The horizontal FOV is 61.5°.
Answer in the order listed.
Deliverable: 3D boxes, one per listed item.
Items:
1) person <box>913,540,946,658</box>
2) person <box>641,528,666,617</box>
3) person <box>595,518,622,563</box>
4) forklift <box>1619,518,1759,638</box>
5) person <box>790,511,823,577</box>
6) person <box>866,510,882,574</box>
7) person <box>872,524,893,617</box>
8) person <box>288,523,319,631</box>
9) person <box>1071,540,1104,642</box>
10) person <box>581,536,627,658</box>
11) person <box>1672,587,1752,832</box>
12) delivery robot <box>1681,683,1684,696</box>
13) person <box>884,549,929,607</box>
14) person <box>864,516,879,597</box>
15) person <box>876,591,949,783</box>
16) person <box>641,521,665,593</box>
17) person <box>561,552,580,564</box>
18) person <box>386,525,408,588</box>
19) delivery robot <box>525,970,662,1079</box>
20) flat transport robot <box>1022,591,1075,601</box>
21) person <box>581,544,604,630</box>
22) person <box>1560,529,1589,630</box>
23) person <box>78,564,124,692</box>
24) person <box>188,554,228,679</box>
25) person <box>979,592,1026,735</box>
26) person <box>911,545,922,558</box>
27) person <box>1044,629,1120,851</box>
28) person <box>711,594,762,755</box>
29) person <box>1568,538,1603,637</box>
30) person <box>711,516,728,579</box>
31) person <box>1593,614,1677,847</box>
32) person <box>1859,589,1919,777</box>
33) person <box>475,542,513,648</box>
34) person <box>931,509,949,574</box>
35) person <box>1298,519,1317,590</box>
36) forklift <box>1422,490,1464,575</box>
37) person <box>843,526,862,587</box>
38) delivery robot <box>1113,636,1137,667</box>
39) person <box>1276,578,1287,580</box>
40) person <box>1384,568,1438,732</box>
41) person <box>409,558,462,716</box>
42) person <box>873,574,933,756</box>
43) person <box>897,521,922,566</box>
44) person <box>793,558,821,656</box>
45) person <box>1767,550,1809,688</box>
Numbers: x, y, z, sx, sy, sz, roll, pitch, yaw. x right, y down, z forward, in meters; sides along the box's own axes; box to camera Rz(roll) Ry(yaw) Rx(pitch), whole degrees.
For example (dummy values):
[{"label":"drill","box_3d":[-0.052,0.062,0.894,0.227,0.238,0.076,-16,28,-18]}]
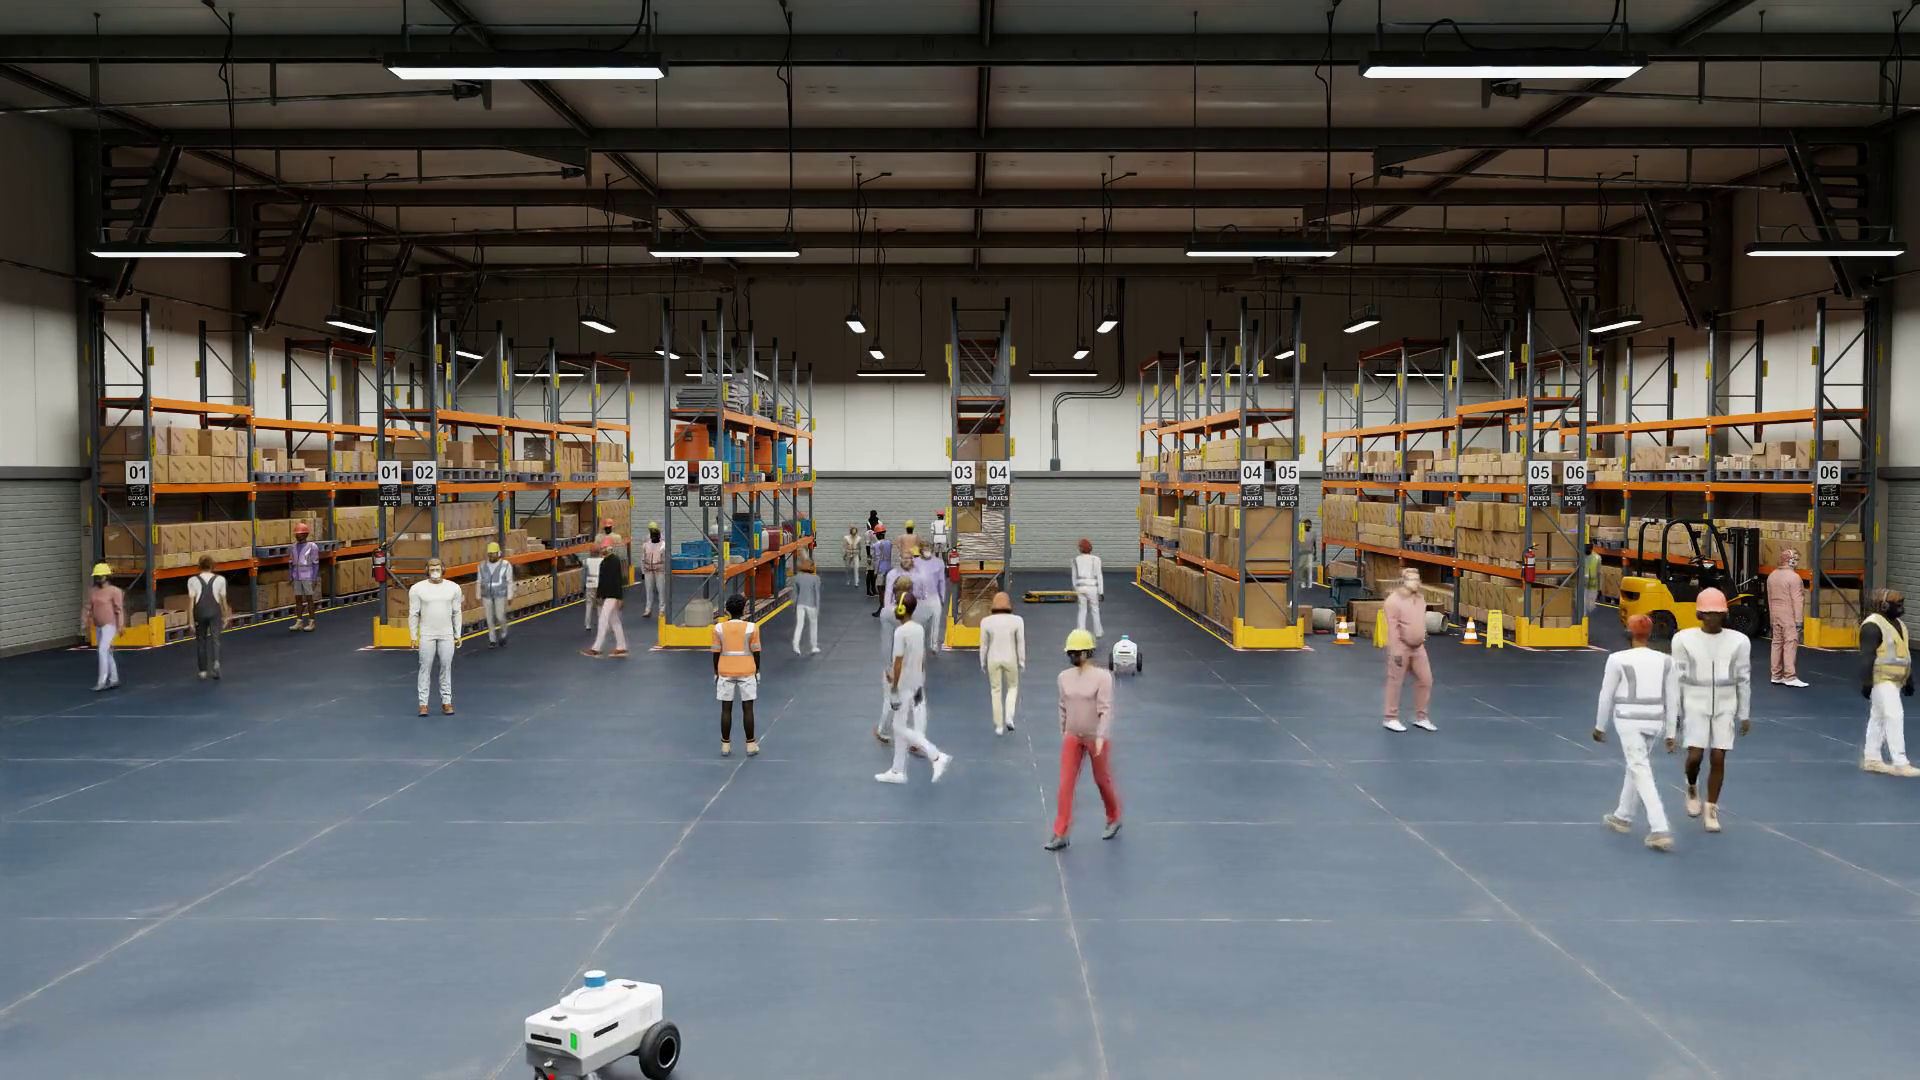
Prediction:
[{"label":"person","box_3d":[-0.528,0.958,25.805,0.667,1.912,0.721,0,2,-12]},{"label":"person","box_3d":[-6.363,0.681,33.693,0.627,1.846,0.429,0,2,7]},{"label":"person","box_3d":[-8.018,0.500,36.651,0.623,1.971,0.686,0,2,-1]},{"label":"forklift","box_3d":[13.417,0.684,29.791,2.313,2.155,1.214,0,2,0]},{"label":"person","box_3d":[-4.308,0.184,44.844,1.002,1.944,0.632,0,2,5]},{"label":"person","box_3d":[-2.574,0.060,48.391,0.391,1.920,0.593,2,3,41]},{"label":"person","box_3d":[-1.650,0.632,33.824,0.364,1.933,0.543,1,3,30]},{"label":"person","box_3d":[-12.442,0.708,30.542,0.615,2.041,0.376,1,2,15]},{"label":"person","box_3d":[2.253,0.910,28.219,0.644,1.815,1.013,1,3,25]},{"label":"person","box_3d":[-5.782,0.927,26.091,0.932,1.953,0.654,-1,3,-31]},{"label":"person","box_3d":[6.251,1.398,13.445,0.613,2.019,0.524,1,2,16]},{"label":"delivery robot","box_3d":[9.446,1.799,20.898,0.477,0.478,0.707,1,2,15]},{"label":"person","box_3d":[-0.795,1.056,24.098,0.646,1.868,0.987,0,2,5]},{"label":"person","box_3d":[-2.101,0.399,39.255,0.367,1.966,0.607,1,2,22]},{"label":"person","box_3d":[-0.464,1.411,15.373,0.721,1.842,0.530,1,2,22]},{"label":"person","box_3d":[-7.606,0.439,40.070,0.606,1.820,0.589,-1,2,-14]},{"label":"person","box_3d":[-10.457,0.331,43.222,0.595,1.799,0.912,0,2,2]},{"label":"person","box_3d":[-12.526,0.539,36.089,0.548,1.937,0.379,0,2,0]},{"label":"delivery robot","box_3d":[-1.754,2.321,7.761,0.477,0.478,0.707,1,2,27]},{"label":"flat transport robot","box_3d":[2.207,1.312,37.829,1.431,0.197,0.652,0,2,-5]},{"label":"person","box_3d":[-6.939,0.904,30.701,0.528,1.638,0.331,0,2,-1]},{"label":"person","box_3d":[11.684,0.764,30.639,0.617,1.921,0.748,0,2,4]},{"label":"person","box_3d":[-11.745,1.199,22.037,0.540,1.739,0.754,1,2,19]},{"label":"person","box_3d":[-10.848,1.106,23.287,0.525,1.823,0.815,-1,3,-28]},{"label":"person","box_3d":[0.484,1.394,18.408,0.531,1.614,0.454,0,2,3]},{"label":"person","box_3d":[-0.806,0.954,28.180,0.532,1.741,0.807,-1,2,-21]},{"label":"person","box_3d":[1.014,1.566,12.913,0.524,1.725,0.890,1,3,33]},{"label":"person","box_3d":[-2.351,1.415,17.021,0.529,1.697,0.321,0,2,2]},{"label":"person","box_3d":[11.472,0.856,29.684,0.635,1.821,0.702,0,2,-2]},{"label":"person","box_3d":[-6.848,0.193,45.963,0.512,1.854,0.497,0,2,-6]},{"label":"person","box_3d":[5.488,1.513,13.014,0.570,1.836,1.018,0,2,-11]},{"label":"person","box_3d":[9.206,1.401,15.807,0.654,1.819,0.756,-2,3,-36]},{"label":"person","box_3d":[-7.941,0.941,27.497,0.596,1.812,0.434,0,2,0]},{"label":"person","box_3d":[-0.595,0.044,48.607,0.547,1.934,0.375,1,2,13]},{"label":"person","box_3d":[9.008,0.360,41.973,0.546,1.832,0.966,0,2,2]},{"label":"forklift","box_3d":[13.926,-0.371,47.846,1.873,2.768,1.129,0,2,0]},{"label":"person","box_3d":[-2.868,0.427,42.984,0.519,1.608,0.762,0,2,-9]},{"label":"delivery robot","box_3d":[2.464,1.672,24.094,0.477,0.478,0.707,0,2,7]},{"label":"person","box_3d":[9.119,0.159,45.675,0.376,1.935,0.550,1,3,33]},{"label":"person","box_3d":[5.167,1.267,18.502,0.662,1.887,0.716,-1,3,-31]},{"label":"person","box_3d":[-6.455,1.182,19.888,0.636,1.938,0.354,-1,3,-27]},{"label":"person","box_3d":[-0.611,1.311,17.252,0.641,1.886,1.012,-1,2,-23]},{"label":"person","box_3d":[-1.185,0.486,38.329,0.599,1.886,1.011,0,2,2]},{"label":"person","box_3d":[-2.537,1.085,26.532,0.508,1.597,0.810,1,2,16]},{"label":"person","box_3d":[11.607,1.089,22.614,0.406,1.911,0.639,0,2,-7]}]
